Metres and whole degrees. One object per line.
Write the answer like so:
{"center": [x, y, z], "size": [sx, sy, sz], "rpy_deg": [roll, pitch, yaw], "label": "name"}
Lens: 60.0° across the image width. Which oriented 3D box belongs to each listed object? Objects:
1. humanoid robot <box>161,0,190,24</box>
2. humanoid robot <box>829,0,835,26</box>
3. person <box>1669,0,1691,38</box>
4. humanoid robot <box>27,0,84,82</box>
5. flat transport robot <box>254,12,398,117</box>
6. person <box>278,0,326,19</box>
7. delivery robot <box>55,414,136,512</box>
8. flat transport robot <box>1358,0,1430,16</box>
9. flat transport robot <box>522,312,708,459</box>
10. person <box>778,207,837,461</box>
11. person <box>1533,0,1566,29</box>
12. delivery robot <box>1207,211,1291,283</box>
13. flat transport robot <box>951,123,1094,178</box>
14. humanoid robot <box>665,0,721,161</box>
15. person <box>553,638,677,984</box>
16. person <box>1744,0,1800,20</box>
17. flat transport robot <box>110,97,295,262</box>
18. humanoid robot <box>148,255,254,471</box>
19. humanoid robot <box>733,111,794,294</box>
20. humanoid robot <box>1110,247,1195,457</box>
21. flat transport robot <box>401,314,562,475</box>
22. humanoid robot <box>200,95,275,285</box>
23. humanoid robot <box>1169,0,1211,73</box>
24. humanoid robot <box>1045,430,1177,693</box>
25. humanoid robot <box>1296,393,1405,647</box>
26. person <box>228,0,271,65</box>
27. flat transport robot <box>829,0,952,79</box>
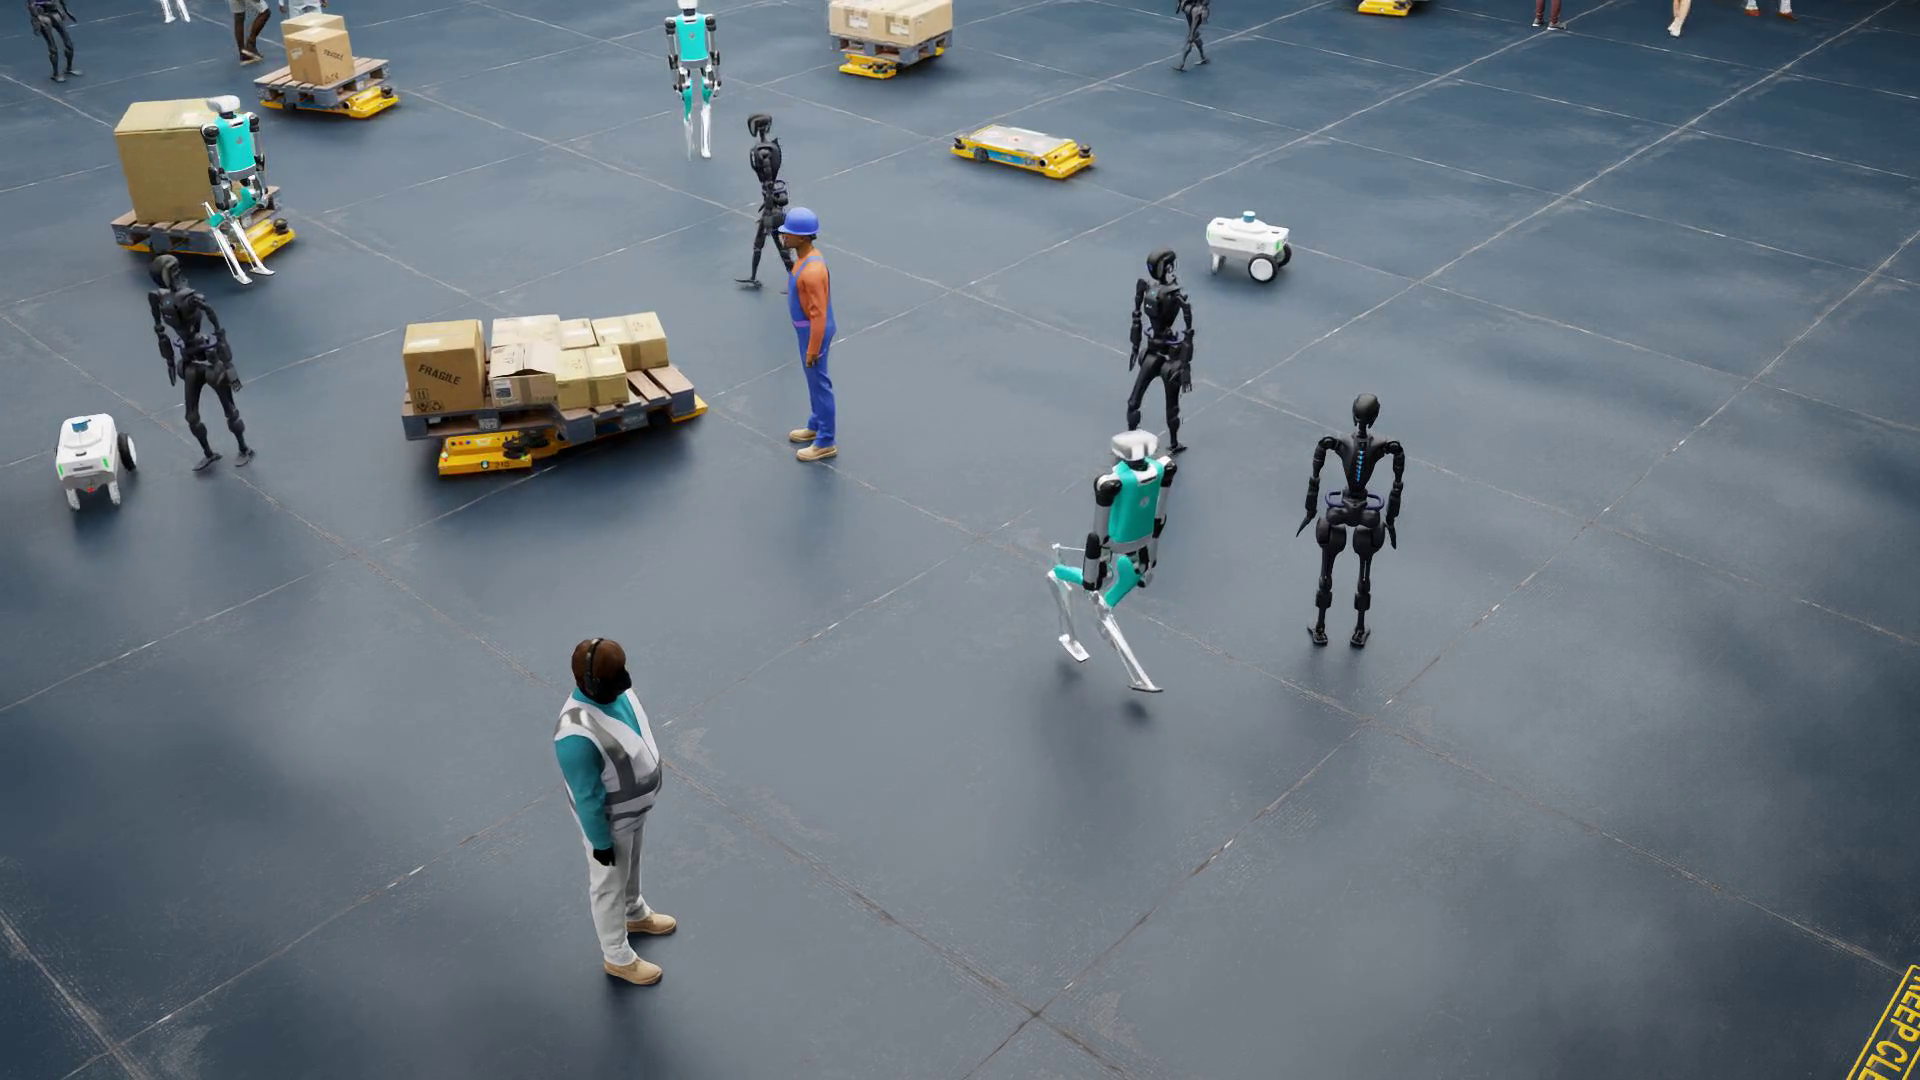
{"center": [-10.831, -7.868, 22.458], "size": [0.531, 1.820, 0.665], "rpy_deg": [-15, 35, -22], "label": "humanoid robot"}
{"center": [-1.603, -7.563, 22.026], "size": [0.530, 1.863, 0.790], "rpy_deg": [-1, 32, -1], "label": "humanoid robot"}
{"center": [9.545, -7.560, 21.842], "size": [0.513, 1.835, 0.908], "rpy_deg": [20, 37, 29], "label": "person"}
{"center": [-11.018, -6.383, 20.098], "size": [0.380, 1.634, 0.593], "rpy_deg": [10, 33, 15], "label": "humanoid robot"}
{"center": [-7.413, -5.206, 19.537], "size": [1.431, 0.231, 0.659], "rpy_deg": [10, 33, 15], "label": "flat transport robot"}
{"center": [-8.010, -6.614, 20.252], "size": [0.592, 1.908, 0.387], "rpy_deg": [-25, 39, -34], "label": "person"}
{"center": [-6.206, -0.600, 11.864], "size": [0.499, 0.611, 0.800], "rpy_deg": [-11, 34, -18], "label": "delivery robot"}
{"center": [6.115, -7.709, 23.568], "size": [0.659, 0.231, 1.431], "rpy_deg": [13, 34, 19], "label": "flat transport robot"}
{"center": [-2.732, -1.002, 12.767], "size": [1.431, 0.231, 0.659], "rpy_deg": [-18, 36, -27], "label": "flat transport robot"}
{"center": [-1.079, -1.483, 11.988], "size": [0.371, 1.910, 0.518], "rpy_deg": [-6, 32, -9], "label": "person"}
{"center": [7.978, -7.751, 22.170], "size": [0.370, 1.814, 0.538], "rpy_deg": [-21, 37, -30], "label": "person"}
{"center": [2.655, -2.691, 15.234], "size": [0.785, 0.614, 0.526], "rpy_deg": [14, 35, 21], "label": "delivery robot"}
{"center": [0.667, -4.200, 17.918], "size": [1.431, 0.231, 0.659], "rpy_deg": [20, 37, 29], "label": "flat transport robot"}
{"center": [-2.809, -4.853, 17.664], "size": [0.543, 1.891, 0.730], "rpy_deg": [-6, 32, -10], "label": "humanoid robot"}
{"center": [-1.576, 1.227, 7.688], "size": [0.430, 1.845, 0.618], "rpy_deg": [4, 32, 6], "label": "person"}
{"center": [11.181, -7.948, 22.504], "size": [0.520, 1.793, 0.857], "rpy_deg": [-20, 37, -29], "label": "person"}
{"center": [-7.167, -2.894, 15.814], "size": [1.431, 0.231, 0.659], "rpy_deg": [7, 33, 11], "label": "flat transport robot"}
{"center": [-5.413, -1.263, 11.861], "size": [0.612, 1.643, 0.436], "rpy_deg": [8, 33, 13], "label": "humanoid robot"}
{"center": [-1.711, -2.934, 14.570], "size": [0.679, 1.631, 0.611], "rpy_deg": [-4, 32, -7], "label": "humanoid robot"}
{"center": [1.419, -1.305, 11.938], "size": [0.624, 1.637, 0.610], "rpy_deg": [-25, 39, -34], "label": "humanoid robot"}
{"center": [-3.545, -0.940, 12.668], "size": [0.659, 0.231, 1.431], "rpy_deg": [-6, 32, -10], "label": "flat transport robot"}
{"center": [-6.452, -3.114, 14.651], "size": [0.735, 1.677, 0.533], "rpy_deg": [19, 37, 28], "label": "humanoid robot"}
{"center": [2.877, -6.634, 20.540], "size": [0.783, 1.623, 0.609], "rpy_deg": [-19, 36, -27], "label": "humanoid robot"}
{"center": [0.831, 0.085, 9.634], "size": [0.548, 1.730, 1.027], "rpy_deg": [-20, 37, -29], "label": "humanoid robot"}
{"center": [2.343, -0.122, 10.003], "size": [0.599, 1.657, 0.315], "rpy_deg": [5, 32, 9], "label": "humanoid robot"}
{"center": [-8.935, -6.895, 20.676], "size": [0.730, 1.938, 0.468], "rpy_deg": [19, 37, 28], "label": "person"}
{"center": [-0.847, -6.119, 21.008], "size": [0.659, 0.231, 1.431], "rpy_deg": [18, 36, 26], "label": "flat transport robot"}
